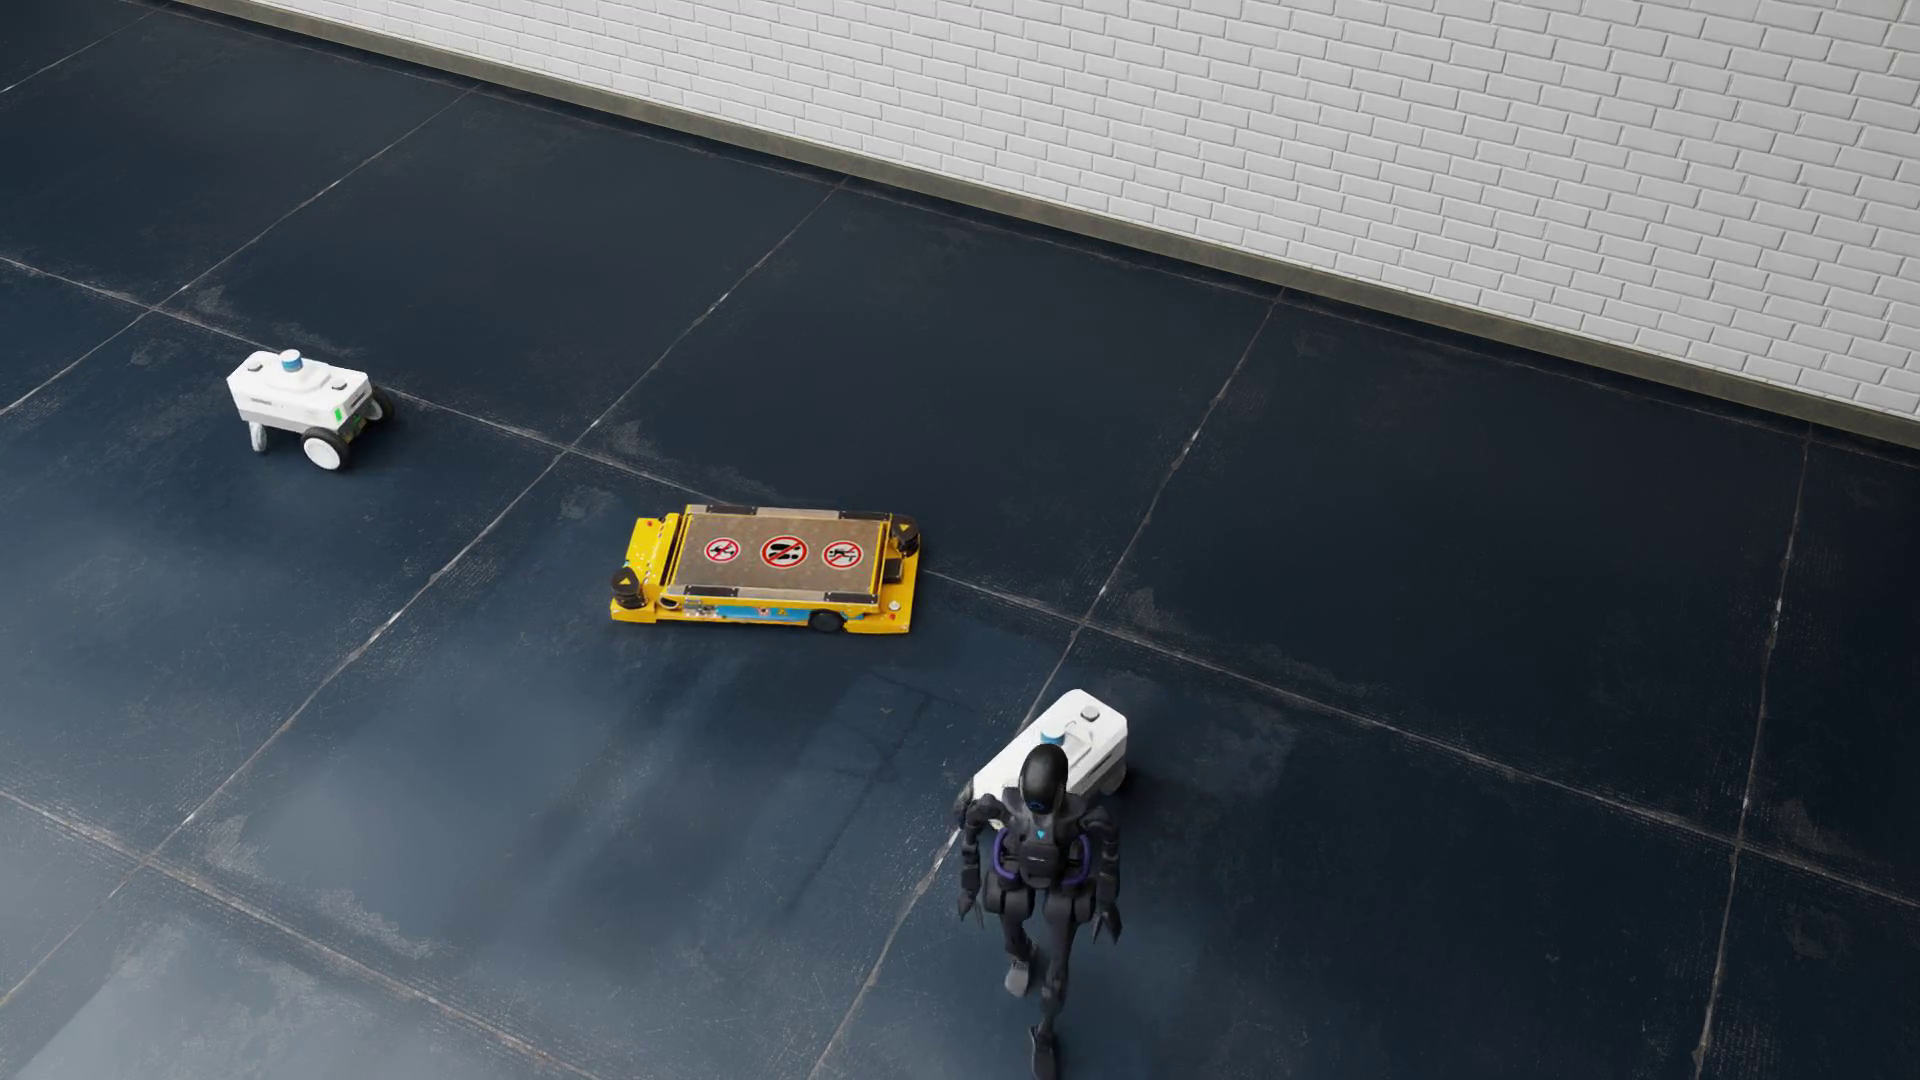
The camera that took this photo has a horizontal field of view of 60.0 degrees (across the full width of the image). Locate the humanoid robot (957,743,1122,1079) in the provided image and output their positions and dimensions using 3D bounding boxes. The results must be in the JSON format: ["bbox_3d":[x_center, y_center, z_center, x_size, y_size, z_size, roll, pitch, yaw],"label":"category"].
[{"bbox_3d":[0.281,1.247,5.890,0.608,1.647,0.588,4,43,5],"label":"humanoid robot"}]

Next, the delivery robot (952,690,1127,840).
[{"bbox_3d":[0.361,1.001,6.969,0.499,0.601,0.775,31,51,29],"label":"delivery robot"}]

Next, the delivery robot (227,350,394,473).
[{"bbox_3d":[-3.470,-0.734,8.831,0.751,0.587,0.521,12,44,13],"label":"delivery robot"}]

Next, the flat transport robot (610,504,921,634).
[{"bbox_3d":[-0.931,0.139,8.105,1.431,0.231,0.659,3,43,3],"label":"flat transport robot"}]
